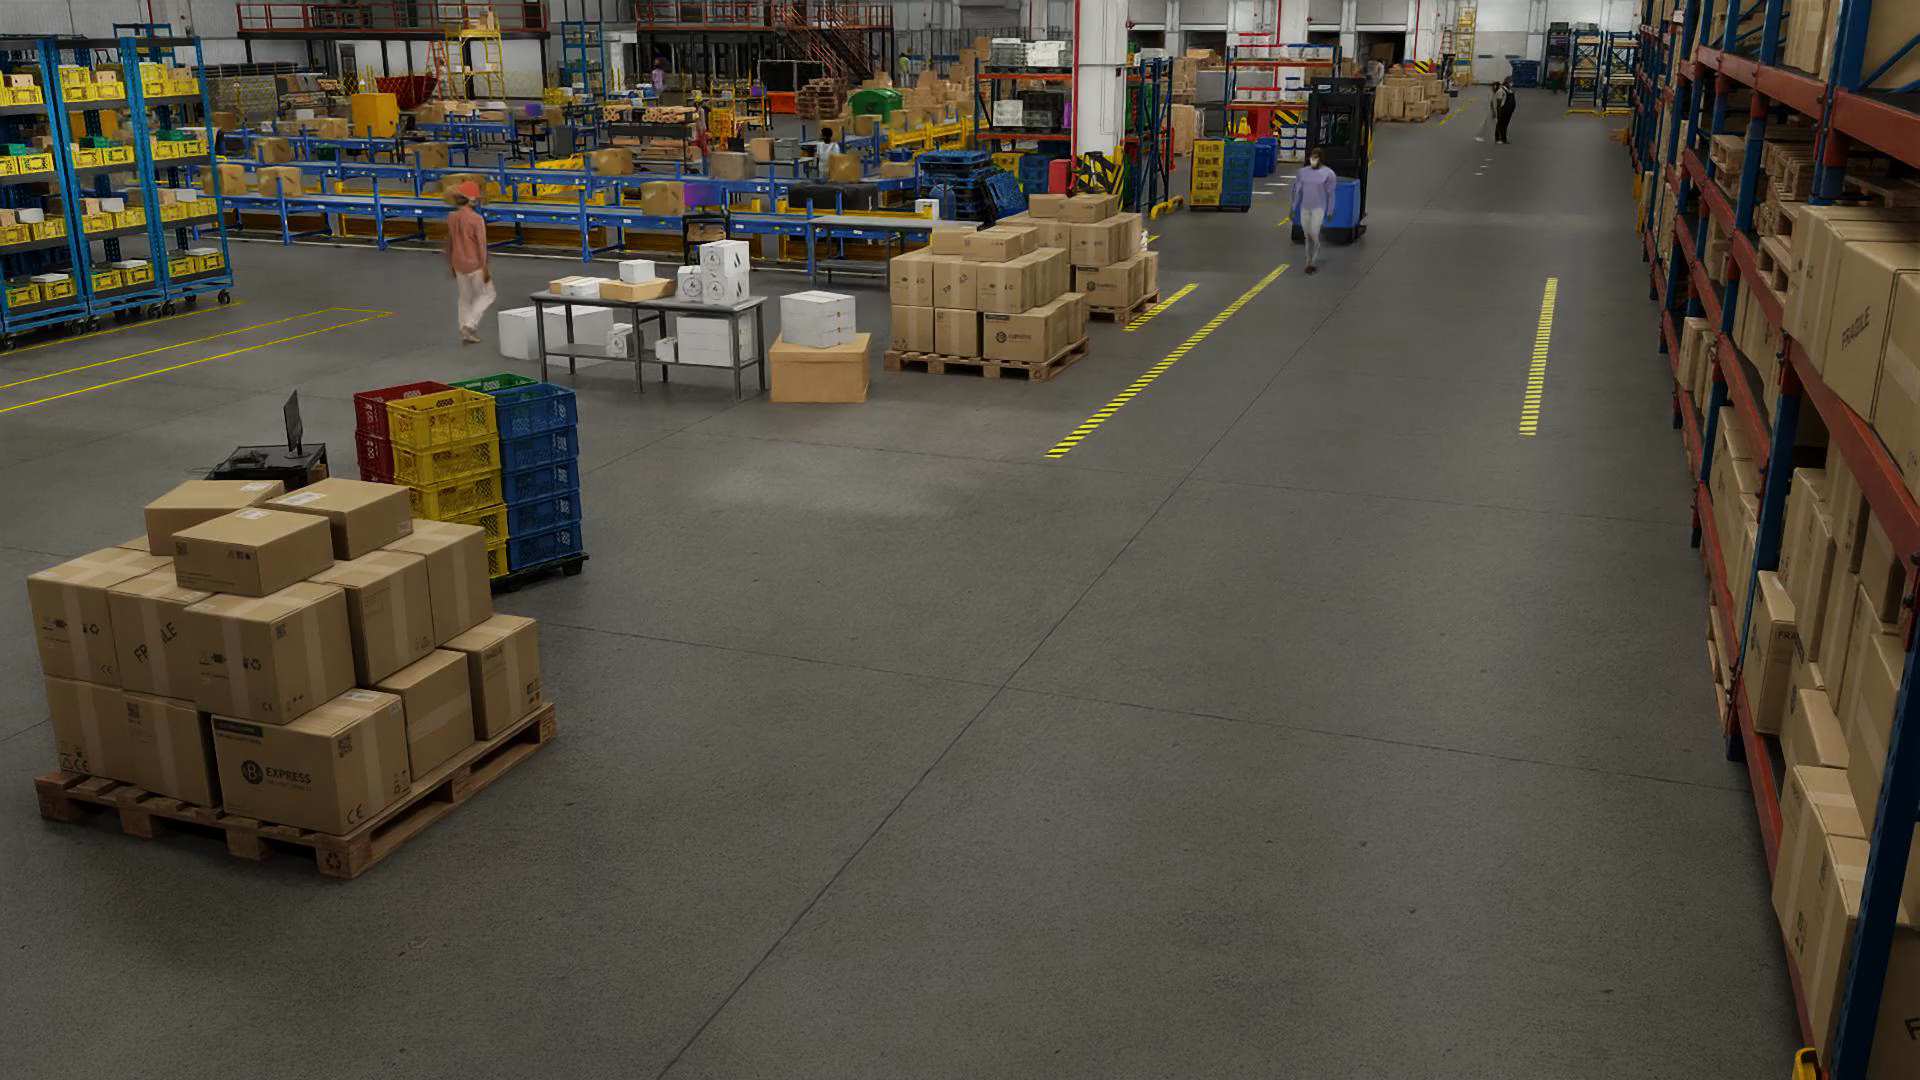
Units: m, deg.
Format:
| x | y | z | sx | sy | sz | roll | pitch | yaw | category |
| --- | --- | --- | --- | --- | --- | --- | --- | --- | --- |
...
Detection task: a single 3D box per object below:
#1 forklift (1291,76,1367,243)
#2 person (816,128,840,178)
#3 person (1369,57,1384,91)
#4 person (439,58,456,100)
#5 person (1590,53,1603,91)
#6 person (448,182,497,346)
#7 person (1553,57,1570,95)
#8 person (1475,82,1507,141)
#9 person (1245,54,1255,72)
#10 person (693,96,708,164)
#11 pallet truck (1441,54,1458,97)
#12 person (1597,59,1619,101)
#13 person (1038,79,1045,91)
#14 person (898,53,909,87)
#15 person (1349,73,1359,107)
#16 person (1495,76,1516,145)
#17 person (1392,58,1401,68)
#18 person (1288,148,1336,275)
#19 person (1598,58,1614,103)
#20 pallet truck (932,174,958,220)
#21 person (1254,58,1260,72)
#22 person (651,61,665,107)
| x | y | z | sx | sy | sz | roll | pitch | yaw | category |
| --- | --- | --- | --- | --- | --- | --- | --- | --- | --- |
| 6.598 | -6.755 | 29.381 | 1.129 | 2.768 | 1.873 | 6 | 19 | 19 | forklift |
| -2.653 | -7.408 | 33.361 | 0.531 | 1.692 | 0.320 | 9 | 20 | 25 | person |
| 19.867 | -22.001 | 79.008 | 0.723 | 1.818 | 0.635 | -6 | 19 | -17 | person |
| -23.374 | -20.926 | 75.584 | 0.903 | 1.845 | 0.584 | 6 | 19 | 19 | person |
| 32.104 | -23.619 | 83.954 | 0.696 | 1.895 | 0.797 | 16 | 23 | 40 | person |
| -5.884 | -3.310 | 20.025 | 0.710 | 1.970 | 0.447 | 11 | 21 | 32 | person |
| 29.184 | -22.419 | 80.350 | 0.925 | 1.796 | 0.521 | 7 | 19 | 20 | person |
| 16.564 | -13.332 | 51.784 | 0.997 | 1.816 | 0.534 | 14 | 23 | 38 | person |
| 14.123 | -22.755 | 81.223 | 0.638 | 1.914 | 0.717 | -10 | 20 | -28 | person |
| -6.899 | -10.893 | 44.193 | 0.331 | 1.768 | 0.527 | -5 | 18 | -15 | person |
| 22.765 | -21.886 | 78.355 | 0.823 | 1.965 | 1.885 | -4 | 18 | -14 | pallet truck |
| 29.212 | -20.676 | 74.769 | 0.993 | 1.855 | 0.718 | 11 | 21 | 31 | person |
| 3.127 | -17.581 | 65.069 | 0.664 | 1.853 | 0.534 | -9 | 20 | -26 | person |
| -2.961 | -24.833 | 87.950 | 0.655 | 1.792 | 0.888 | 6 | 18 | 17 | person |
| 13.303 | -14.758 | 56.079 | 0.404 | 1.922 | 0.570 | 10 | 20 | 30 | person |
| 16.642 | -13.094 | 50.660 | 0.682 | 2.000 | 0.537 | -14 | 23 | -38 | person |
| 21.728 | -23.135 | 82.784 | 0.545 | 1.680 | 0.565 | -10 | 20 | -29 | person |
| 5.380 | -5.051 | 25.598 | 0.639 | 1.913 | 0.763 | 13 | 22 | 36 | person |
| 28.703 | -20.462 | 74.061 | 0.634 | 1.886 | 0.982 | -5 | 18 | -15 | person |
| -0.507 | -5.292 | 27.348 | 0.653 | 1.274 | 1.630 | 6 | 19 | 19 | pallet truck |
| 14.543 | -22.969 | 82.172 | 0.492 | 1.742 | 0.316 | 4 | 18 | 12 | person |
| -12.034 | -18.061 | 66.287 | 0.447 | 2.023 | 0.638 | 16 | 24 | 41 | person |
